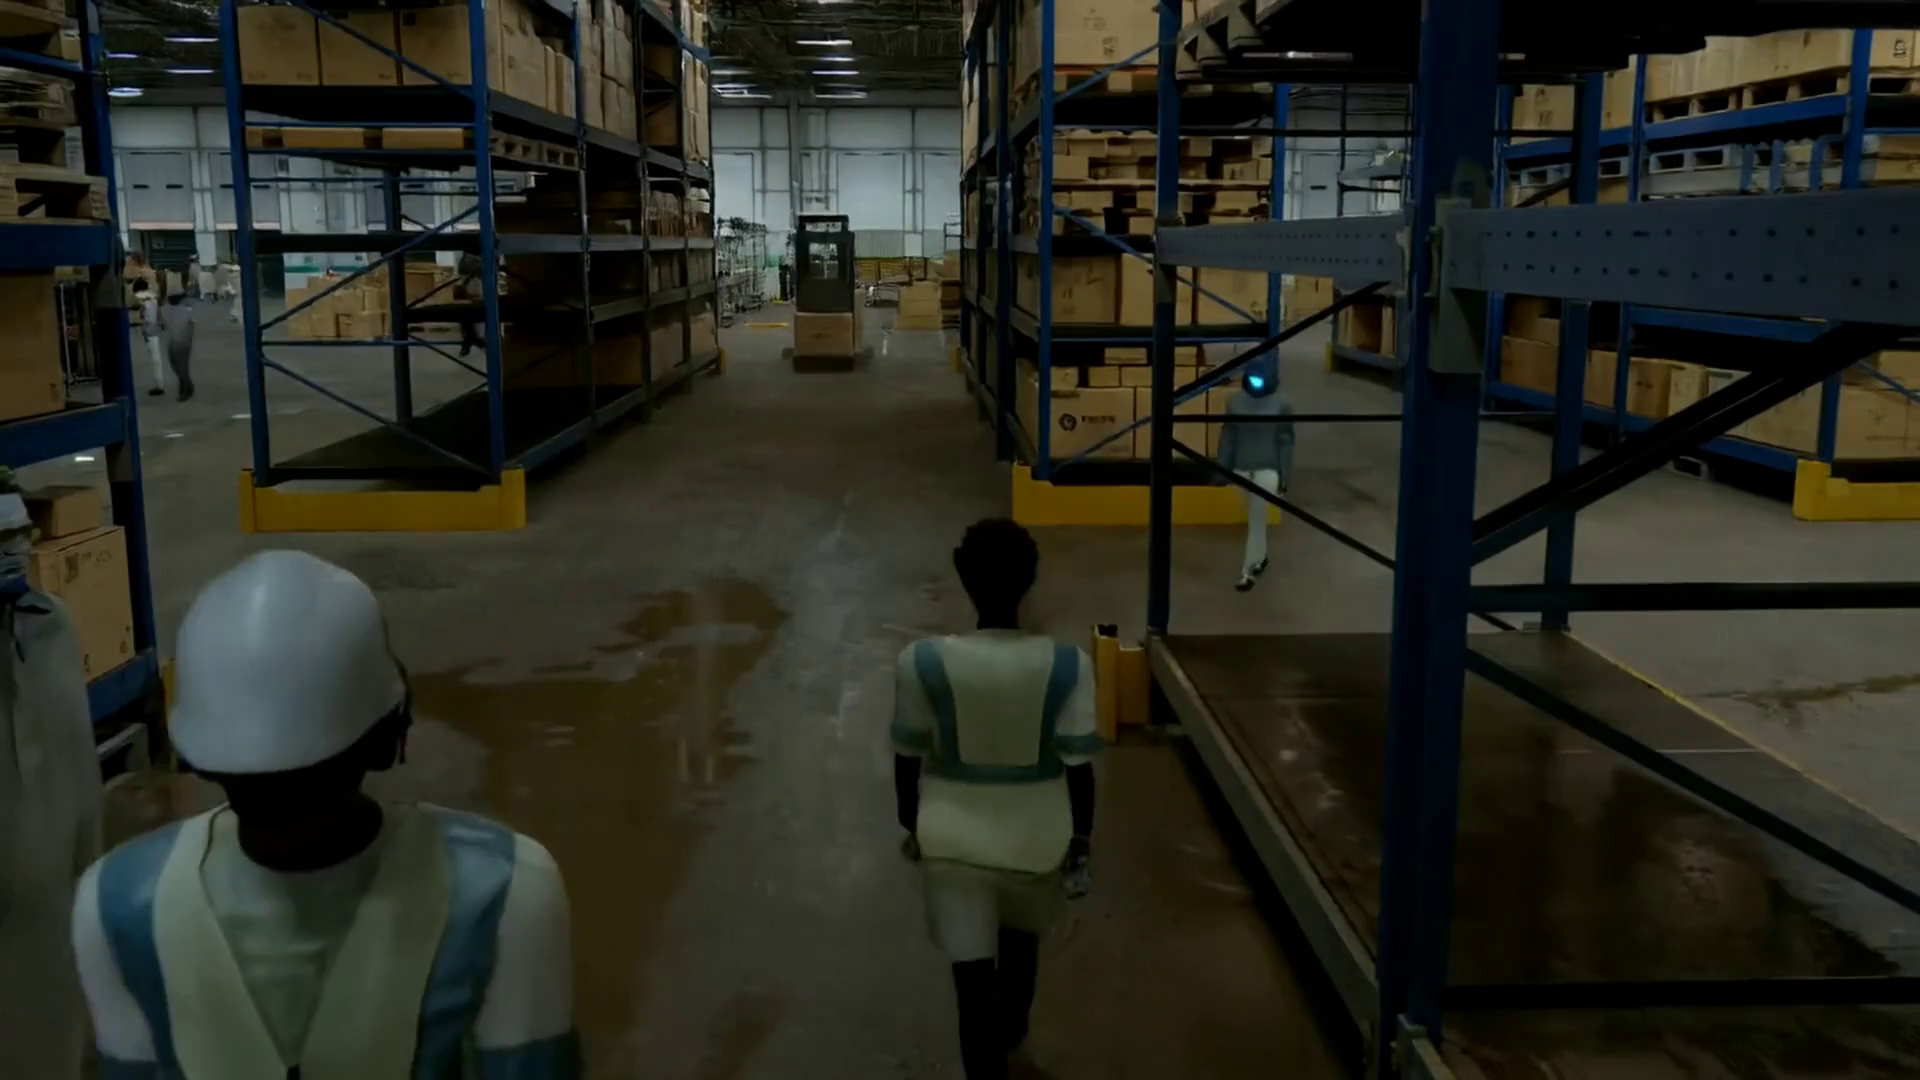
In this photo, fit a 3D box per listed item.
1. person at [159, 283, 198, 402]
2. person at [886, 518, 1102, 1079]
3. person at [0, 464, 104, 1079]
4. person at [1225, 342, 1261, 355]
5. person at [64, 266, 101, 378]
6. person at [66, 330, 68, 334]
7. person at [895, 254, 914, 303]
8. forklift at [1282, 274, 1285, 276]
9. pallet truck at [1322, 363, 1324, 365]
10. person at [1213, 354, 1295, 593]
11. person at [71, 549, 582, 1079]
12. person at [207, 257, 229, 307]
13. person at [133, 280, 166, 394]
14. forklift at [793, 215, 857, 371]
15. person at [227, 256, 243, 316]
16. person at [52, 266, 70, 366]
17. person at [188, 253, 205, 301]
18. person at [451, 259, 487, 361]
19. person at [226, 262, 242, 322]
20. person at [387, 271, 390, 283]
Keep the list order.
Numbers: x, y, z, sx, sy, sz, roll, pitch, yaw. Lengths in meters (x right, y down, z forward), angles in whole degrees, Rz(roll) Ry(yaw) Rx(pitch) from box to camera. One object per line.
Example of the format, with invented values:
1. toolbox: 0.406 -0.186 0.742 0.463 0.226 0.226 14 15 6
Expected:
1. person: -11.543 -2.939 24.670 0.524 1.738 0.768 1 10 3
2. person: 0.082 0.761 4.306 0.535 1.646 0.887 -1 10 -7
3. person: -2.039 0.774 3.565 0.401 1.900 0.636 1 10 6
4. person: 5.914 -4.759 34.399 0.720 1.895 0.598 -2 10 -10
5. person: -15.087 -3.748 28.620 1.051 1.942 0.639 7 12 34
6. person: -22.447 -5.874 40.701 1.036 1.859 0.594 -6 12 -32
7. person: -2.011 -10.008 63.664 1.004 1.882 0.572 -3 11 -16
8. forklift: 12.240 -10.302 62.509 1.129 2.768 1.873 0 10 -2
9. pallet truck: 7.712 -4.157 30.737 1.885 1.965 0.823 3 11 16
10. person: 2.033 -0.483 11.391 0.497 1.596 0.846 7 12 34
11. person: -0.785 0.965 2.217 0.607 2.008 0.922 -1 10 -6
12. person: -26.537 -9.256 59.745 0.978 1.793 0.640 -5 11 -24
13. person: -12.520 -3.128 25.682 0.355 1.755 0.518 -5 11 -26
14. forklift: -2.474 -4.519 30.294 1.129 2.768 1.873 0 10 -2
15. person: -22.894 -8.079 52.889 1.001 1.885 0.659 -8 13 -37
16. person: -17.110 -4.246 31.320 0.614 1.964 0.361 3 10 14
17. person: -30.370 -10.442 66.005 0.571 1.911 0.591 4 11 19
18. person: -9.689 -4.568 32.907 0.690 2.000 0.901 8 13 39
19. person: -21.300 -7.248 48.679 0.495 1.743 0.308 7 12 34
20. person: -18.753 -8.402 55.256 0.321 1.692 0.534 9 14 42
